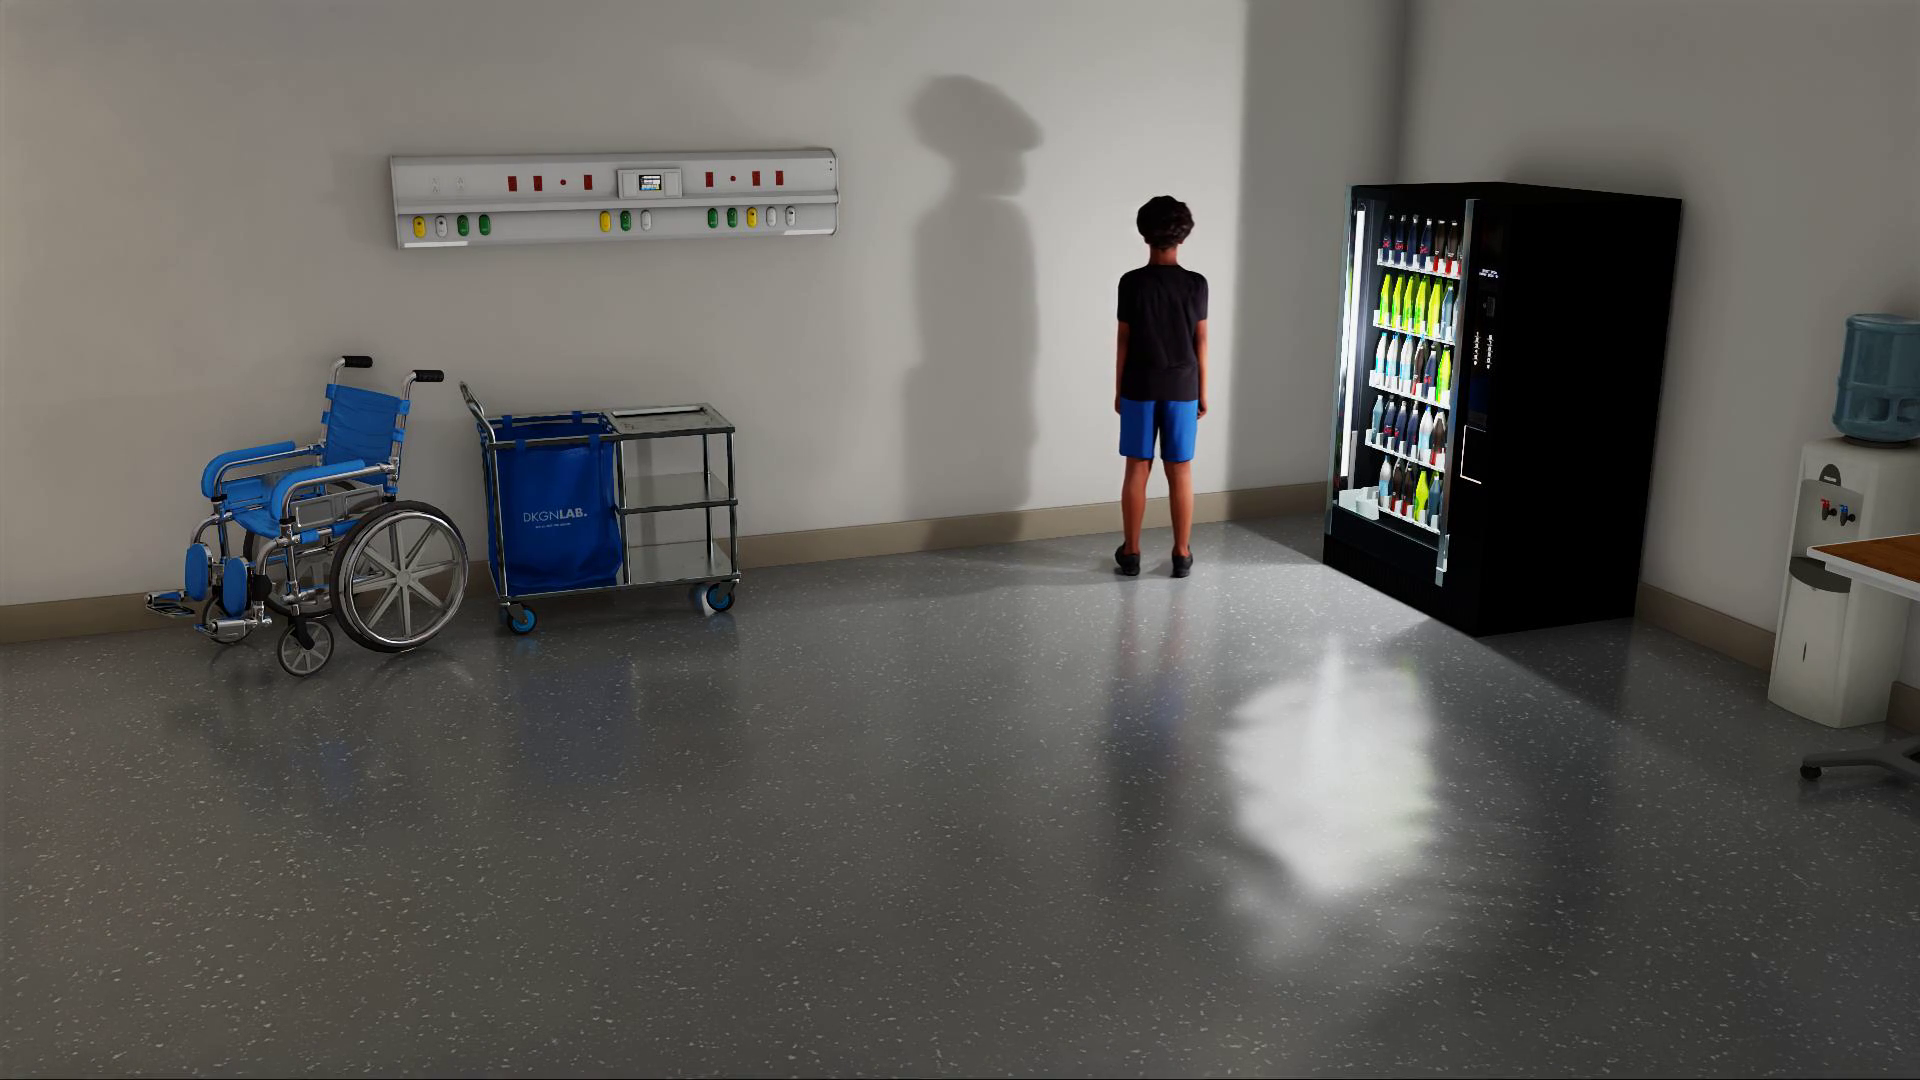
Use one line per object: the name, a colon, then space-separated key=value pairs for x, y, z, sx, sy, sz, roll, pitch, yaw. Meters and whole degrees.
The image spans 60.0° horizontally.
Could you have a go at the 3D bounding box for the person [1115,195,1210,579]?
person: x=0.944 y=-0.716 z=7.860 sx=0.674 sy=1.792 sz=0.676 roll=1 pitch=16 yaw=4
